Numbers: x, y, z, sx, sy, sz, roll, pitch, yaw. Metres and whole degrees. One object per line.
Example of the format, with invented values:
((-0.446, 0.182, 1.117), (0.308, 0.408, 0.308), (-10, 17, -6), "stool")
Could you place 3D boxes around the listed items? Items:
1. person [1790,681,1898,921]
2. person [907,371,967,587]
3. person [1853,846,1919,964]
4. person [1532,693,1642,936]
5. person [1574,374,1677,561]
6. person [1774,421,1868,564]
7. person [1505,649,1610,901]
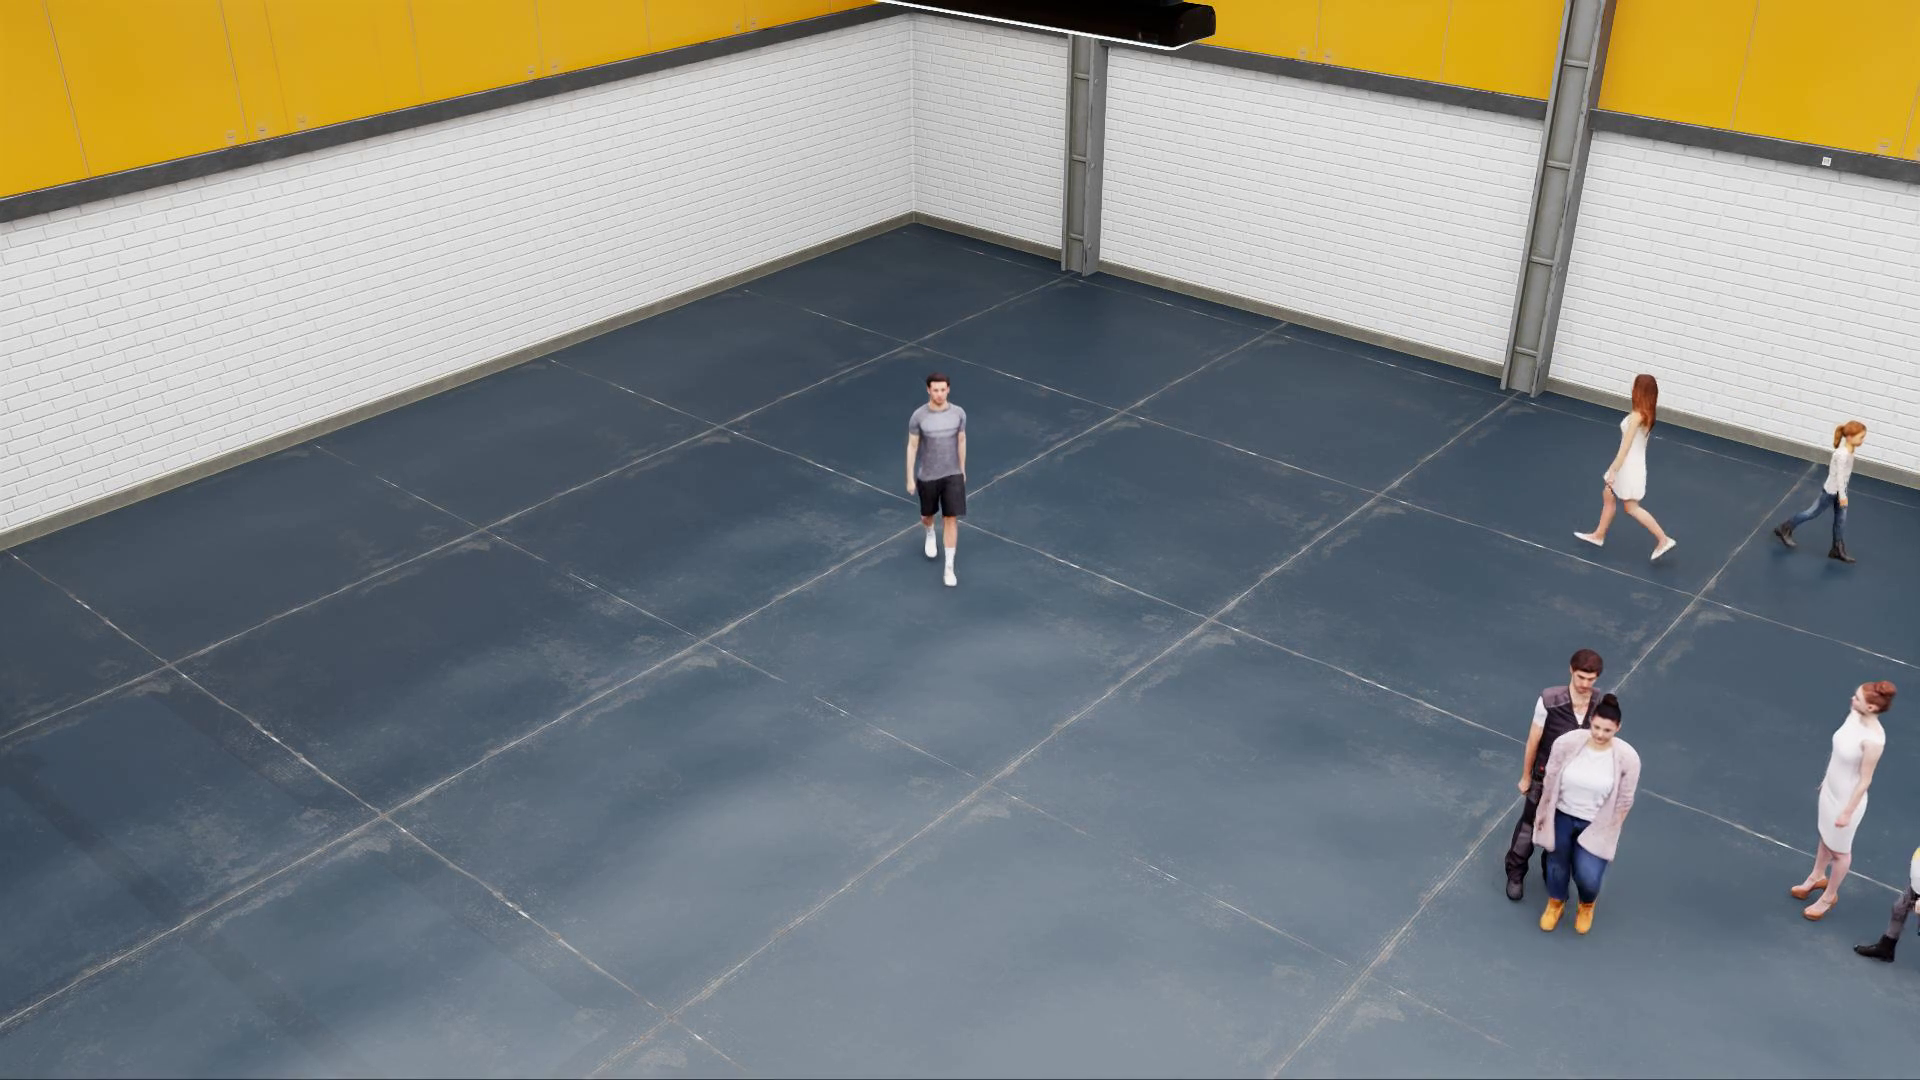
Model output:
((5.498, 1.603, 10.323), (0.652, 1.792, 0.635), (4, 29, 7), "person")
((-0.198, -0.607, 14.334), (1.185, 1.831, 1.265), (-3, 29, -6), "person")
((5.864, 2.113, 9.948), (0.894, 1.257, 0.632), (14, 32, 24), "person")
((3.867, 1.657, 10.284), (0.590, 1.735, 0.758), (18, 33, 30), "person")
((5.928, -0.606, 14.481), (1.104, 1.688, 0.624), (18, 34, 30), "person")
((7.592, -0.444, 14.604), (0.543, 1.287, 0.955), (-24, 36, -36), "person")
((3.801, 1.473, 10.504), (0.733, 1.848, 0.816), (0, 29, 1), "person")
